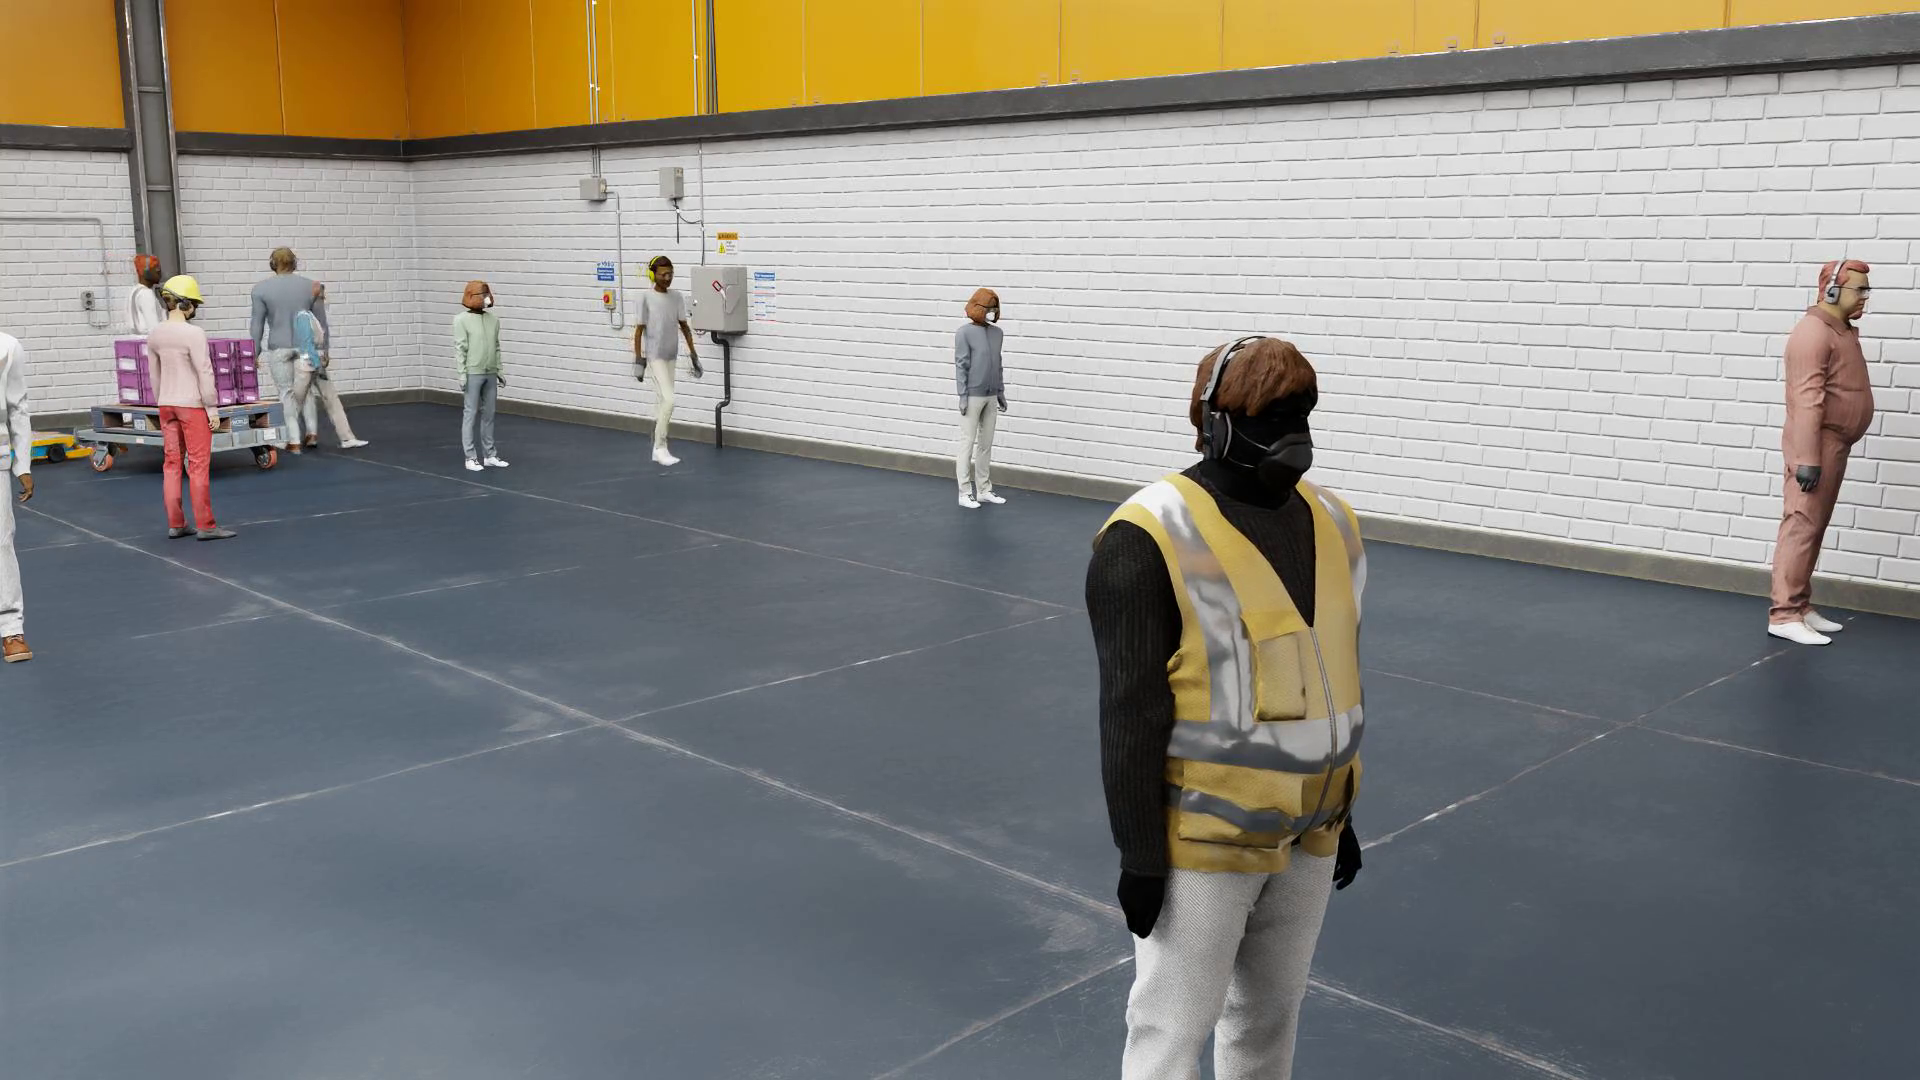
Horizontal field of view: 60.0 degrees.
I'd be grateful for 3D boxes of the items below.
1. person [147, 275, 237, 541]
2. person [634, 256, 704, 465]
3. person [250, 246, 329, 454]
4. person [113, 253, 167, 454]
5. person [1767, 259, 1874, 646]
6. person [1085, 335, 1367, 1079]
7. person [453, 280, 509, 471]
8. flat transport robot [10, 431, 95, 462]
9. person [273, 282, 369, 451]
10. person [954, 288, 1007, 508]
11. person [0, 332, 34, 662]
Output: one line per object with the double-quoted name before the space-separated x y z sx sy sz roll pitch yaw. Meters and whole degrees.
"person" -5.133 -0.870 11.062 0.524 1.760 0.327 5 11 23
"person" -2.578 -1.579 14.713 0.559 1.844 0.545 7 12 33
"person" -6.244 -1.765 15.484 0.661 1.920 0.469 -8 13 -39
"person" -7.512 -1.701 15.322 0.793 1.865 0.591 -5 12 -27
"person" 4.324 -0.440 8.319 0.402 1.904 0.652 8 13 36
"person" 0.533 0.543 3.128 0.627 1.844 0.429 -8 13 -36
"person" -4.153 -1.425 14.417 0.277 1.636 0.507 6 12 30
"flat transport robot" -8.472 -0.786 14.662 0.652 0.197 1.431 5 12 27
"person" -6.077 -1.616 15.577 0.852 1.594 0.518 0 10 -1
"person" 0.159 -1.064 12.457 0.287 1.633 0.497 9 14 41
"person" -4.678 -0.338 7.822 0.575 1.882 0.355 -6 12 -30
